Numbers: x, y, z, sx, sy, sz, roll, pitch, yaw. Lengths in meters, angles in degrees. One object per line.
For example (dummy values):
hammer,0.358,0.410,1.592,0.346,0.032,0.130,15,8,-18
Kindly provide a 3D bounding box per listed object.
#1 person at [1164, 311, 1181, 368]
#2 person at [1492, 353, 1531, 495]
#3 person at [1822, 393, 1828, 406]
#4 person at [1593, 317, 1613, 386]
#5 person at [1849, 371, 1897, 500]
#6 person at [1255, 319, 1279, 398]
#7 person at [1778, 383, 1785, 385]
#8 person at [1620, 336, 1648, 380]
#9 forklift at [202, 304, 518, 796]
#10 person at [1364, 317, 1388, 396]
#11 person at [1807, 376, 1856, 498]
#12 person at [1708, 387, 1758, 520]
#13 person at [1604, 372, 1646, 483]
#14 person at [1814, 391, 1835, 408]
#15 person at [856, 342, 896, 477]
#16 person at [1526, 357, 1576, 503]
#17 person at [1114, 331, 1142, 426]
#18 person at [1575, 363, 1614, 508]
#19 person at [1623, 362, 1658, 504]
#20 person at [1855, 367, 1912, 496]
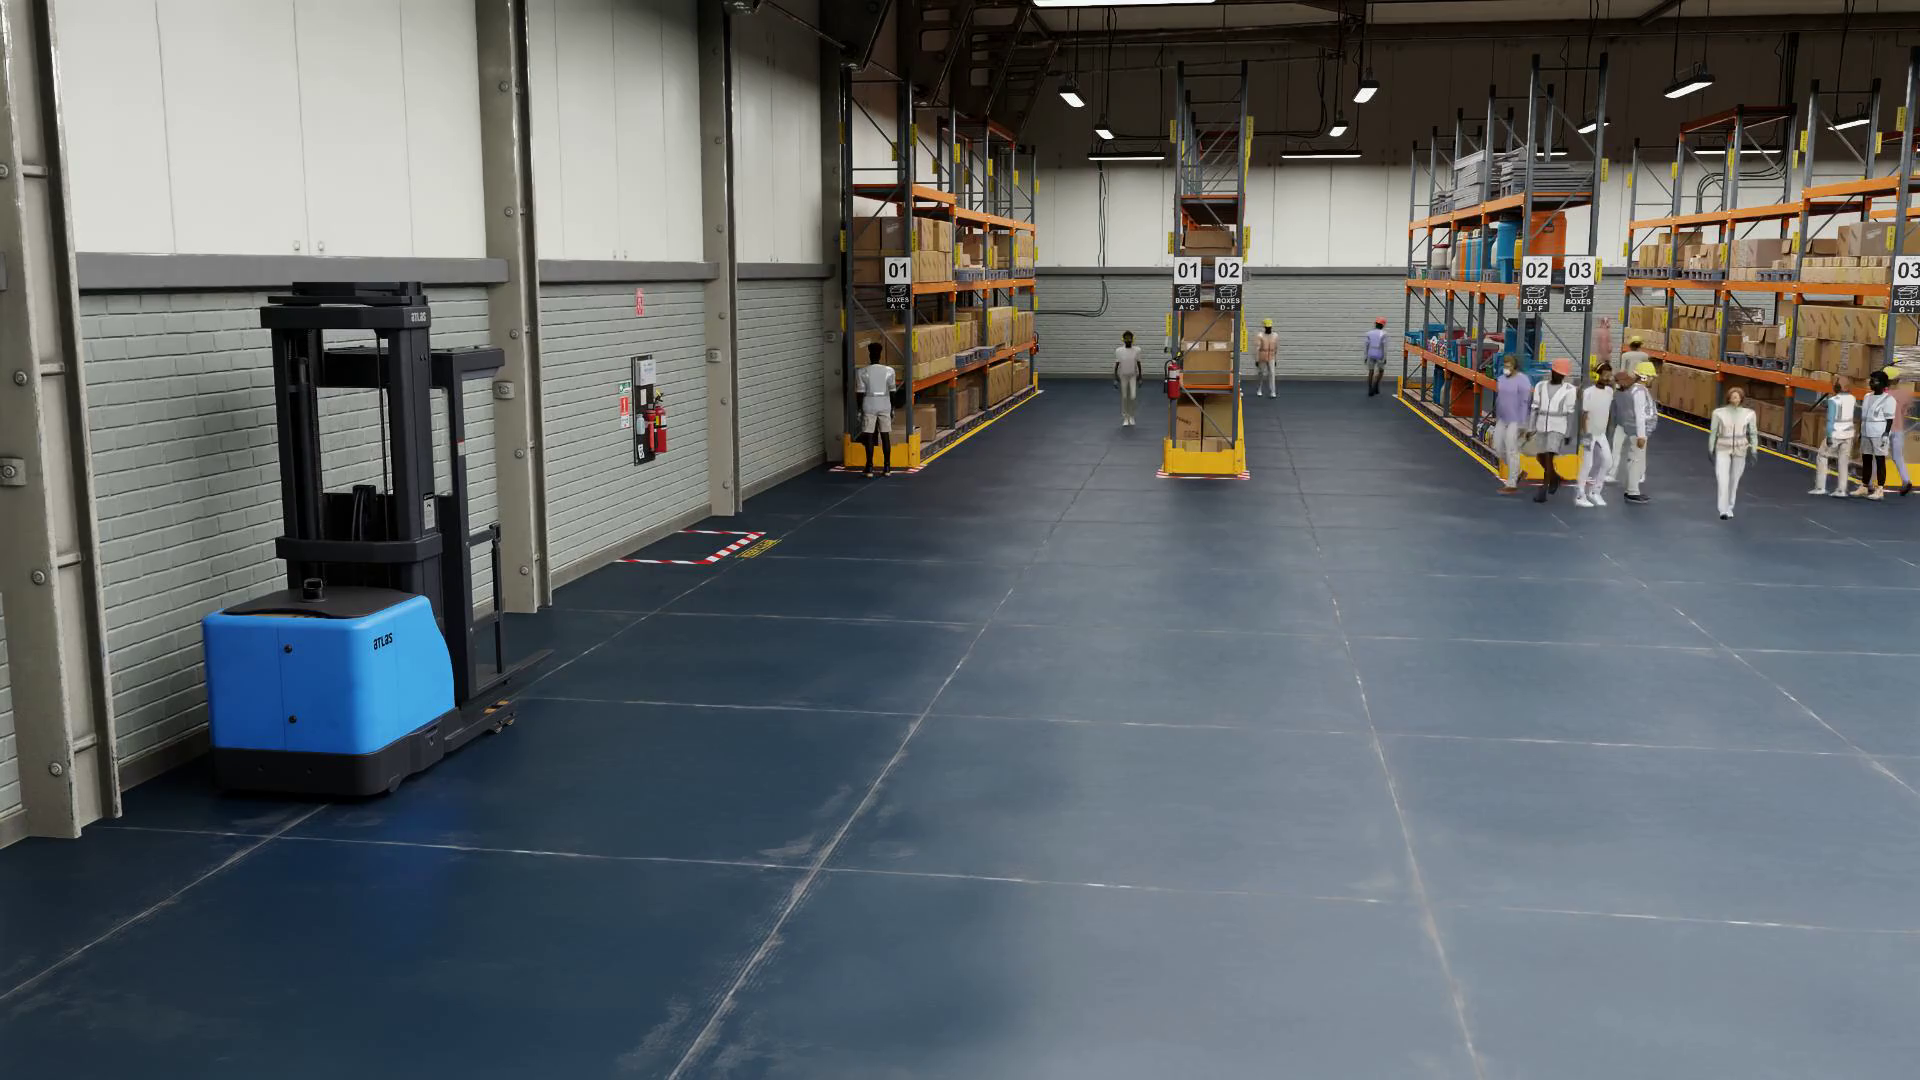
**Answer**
person,5.858,-5.210,44.758,0.745,1.949,0.548,5,10,26
person,7.471,-1.571,22.446,0.489,1.911,0.650,-4,10,-22
person,19.166,-3.862,36.796,0.609,1.838,0.965,5,10,27
person,15.719,-4.495,40.555,0.442,1.892,0.647,4,10,21
person,12.080,-1.381,21.970,0.321,1.686,0.530,-2,9,-14
person,7.315,-4.358,39.773,0.588,1.880,0.998,-1,9,-8
person,17.871,-3.758,36.319,0.616,1.795,0.748,2,9,13
person,13.201,-3.136,32.671,0.538,1.731,0.866,1,9,7
forklift,-3.673,-0.038,10.147,1.129,2.768,1.873,1,9,9
person,10.042,-4.425,40.094,0.604,1.898,0.516,7,12,37
person,11.624,-1.379,22.149,0.534,1.622,0.543,-4,10,-21
person,9.337,-1.034,20.091,0.531,1.593,0.847,3,10,17
person,9.473,-1.590,23.592,0.830,1.577,0.605,-6,11,-32
person,18.780,-3.795,36.086,0.631,1.940,0.372,1,9,5
person,-1.235,-1.919,24.429,0.605,1.966,0.367,-3,10,-18
person,7.809,-1.468,21.878,0.586,1.903,0.758,8,12,42
person,3.254,-3.111,32.138,0.563,1.843,0.772,1,9,4
person,8.110,-1.328,21.167,0.600,1.840,0.529,-4,10,-24
person,8.874,-1.412,21.715,0.403,1.829,0.619,2,9,13
person,12.551,-1.477,22.448,0.521,1.724,0.814,-1,9,-4
